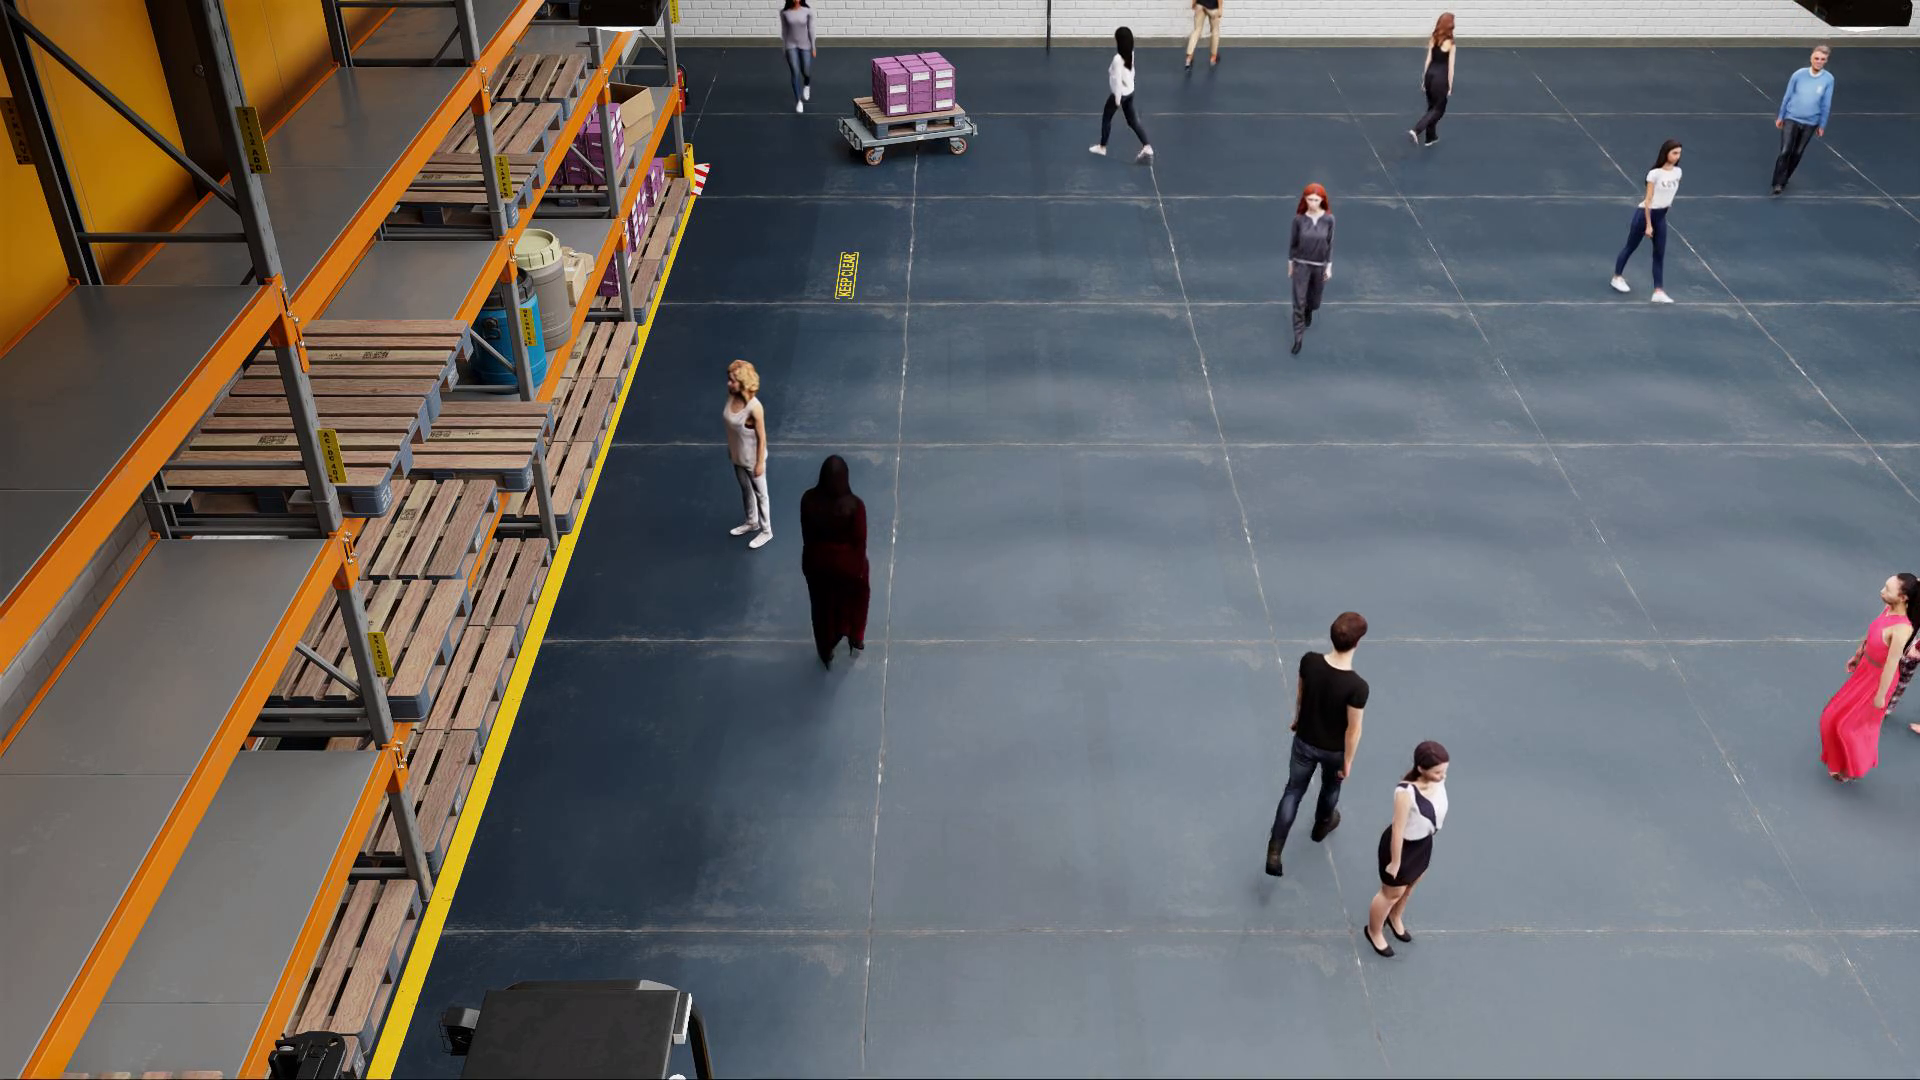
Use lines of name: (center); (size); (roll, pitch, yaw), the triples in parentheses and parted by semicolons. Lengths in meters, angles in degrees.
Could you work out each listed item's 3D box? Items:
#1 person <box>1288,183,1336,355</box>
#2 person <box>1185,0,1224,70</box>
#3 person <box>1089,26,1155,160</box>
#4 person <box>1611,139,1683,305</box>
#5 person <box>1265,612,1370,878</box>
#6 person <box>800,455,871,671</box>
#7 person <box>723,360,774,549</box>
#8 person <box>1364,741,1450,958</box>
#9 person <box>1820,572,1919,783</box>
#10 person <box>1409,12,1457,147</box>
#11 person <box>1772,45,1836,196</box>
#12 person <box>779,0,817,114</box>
person: (3.485, -2.743, 16.583); (0.695, 1.757, 0.919); (6, 34, 9)
person: (3.518, -7.658, 23.915); (1.017, 1.826, 1.186); (18, 38, 25)
person: (2.124, -5.573, 20.927); (1.079, 1.661, 1.140); (21, 39, 29)
person: (7.225, -3.403, 17.596); (0.811, 1.735, 1.107); (-10, 35, -14)
person: (2.212, 1.307, 10.386); (1.124, 1.872, 1.275); (22, 40, 30)
person: (-0.944, 0.222, 12.135); (0.721, 1.742, 0.727); (5, 34, 7)
person: (-1.720, -0.721, 13.619); (0.740, 1.670, 0.669); (-25, 41, -33)
person: (2.637, 1.807, 9.840); (0.638, 1.644, 0.693); (-27, 42, -34)
person: (6.166, 0.957, 11.057); (0.804, 1.711, 0.745); (12, 36, 18)
person: (6.035, -5.823, 21.245); (0.975, 1.727, 0.951); (-25, 41, -32)
person: (10.182, -5.106, 20.116); (0.951, 1.782, 1.196); (13, 36, 18)
person: (-2.212, -6.706, 22.585); (0.629, 1.713, 0.798); (-2, 34, -2)
